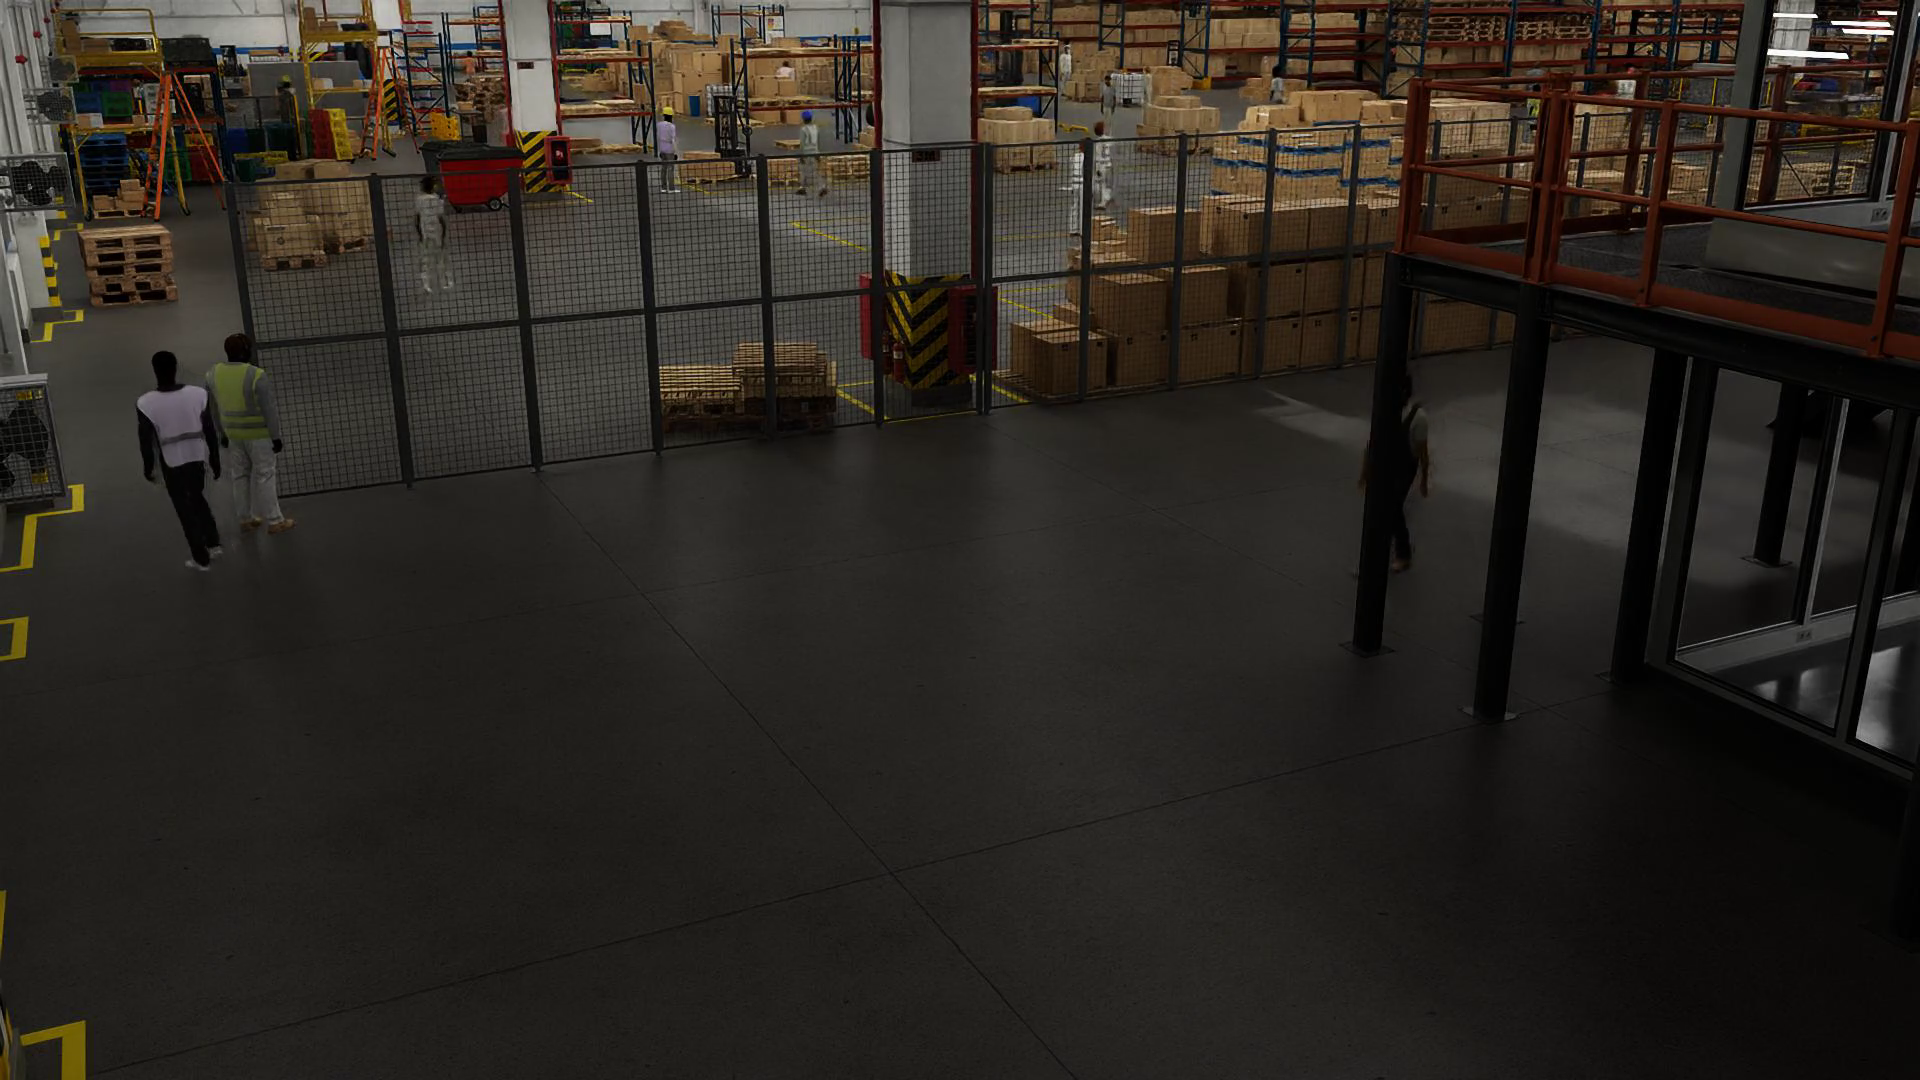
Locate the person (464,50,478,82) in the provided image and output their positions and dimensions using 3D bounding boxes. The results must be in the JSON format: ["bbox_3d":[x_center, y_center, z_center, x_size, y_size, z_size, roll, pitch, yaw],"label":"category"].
[{"bbox_3d":[-19.962,-19.116,67.888,0.542,1.678,0.477,0,19,-1],"label":"person"}]

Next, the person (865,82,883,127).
[{"bbox_3d":[-2.237,-11.101,44.118,0.536,2.000,0.688,-1,19,-4],"label":"person"}]

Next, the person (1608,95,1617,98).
[{"bbox_3d":[16.221,-10.301,42.058,0.366,1.883,0.658,-8,21,-23],"label":"person"}]

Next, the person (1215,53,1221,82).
[{"bbox_3d":[11.469,-21.540,74.535,0.548,1.937,0.379,16,25,39],"label":"person"}]

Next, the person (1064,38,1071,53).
[{"bbox_3d":[5.098,-22.963,79.023,0.316,1.695,0.540,6,20,17],"label":"person"}]

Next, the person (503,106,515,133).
[{"bbox_3d":[-11.146,-10.171,41.672,0.631,1.882,1.003,-11,22,-29],"label":"person"}]

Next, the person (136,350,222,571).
[{"bbox_3d":[-6.597,-0.658,14.071,0.501,1.896,0.587,15,24,37],"label":"person"}]

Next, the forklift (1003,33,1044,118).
[{"bbox_3d":[1.778,-15.484,55.556,1.873,2.768,1.129,-9,21,-25],"label":"forklift"}]

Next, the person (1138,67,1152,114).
[{"bbox_3d":[6.454,-15.640,57.901,0.485,1.624,0.533,14,24,36],"label":"person"}]

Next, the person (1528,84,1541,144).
[{"bbox_3d":[16.631,-12.318,48.165,0.540,1.695,0.317,-15,24,-37],"label":"person"}]

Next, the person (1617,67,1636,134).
[{"bbox_3d":[20.471,-13.484,51.041,0.636,2.031,0.576,4,20,13],"label":"person"}]

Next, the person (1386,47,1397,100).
[{"bbox_3d":[16.649,-17.941,64.017,0.402,1.990,0.622,4,19,10],"label":"person"}]

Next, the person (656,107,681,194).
[{"bbox_3d":[-6.619,-8.851,37.782,0.587,1.921,0.396,14,24,35],"label":"person"}]

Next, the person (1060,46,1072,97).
[{"bbox_3d":[4.214,-18.588,65.976,0.372,1.940,0.630,15,24,36],"label":"person"}]

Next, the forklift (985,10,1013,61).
[{"bbox_3d":[2.291,-25.321,84.071,1.873,2.768,1.129,-9,21,-25],"label":"forklift"}]

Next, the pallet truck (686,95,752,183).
[{"bbox_3d":[-5.836,-9.608,39.856,0.823,1.965,1.885,10,22,27],"label":"pallet truck"}]

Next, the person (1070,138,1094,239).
[{"bbox_3d":[2.302,-6.637,31.434,0.354,1.876,0.574,-16,24,-38],"label":"person"}]

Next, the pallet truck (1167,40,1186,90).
[{"bbox_3d":[9.045,-19.971,69.895,0.823,1.965,1.885,-3,19,-8],"label":"pallet truck"}]

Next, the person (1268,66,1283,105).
[{"bbox_3d":[9.984,-13.982,52.602,0.456,1.951,0.624,14,23,35],"label":"person"}]

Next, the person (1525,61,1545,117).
[{"bbox_3d":[19.242,-15.057,55.739,0.629,1.940,0.378,6,20,18],"label":"person"}]

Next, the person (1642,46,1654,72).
[{"bbox_3d":[28.657,-19.658,69.339,0.315,1.769,0.525,-11,22,-28],"label":"person"}]

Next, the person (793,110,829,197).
[{"bbox_3d":[-3.340,-8.648,37.210,0.956,1.910,0.615,9,21,25],"label":"person"}]

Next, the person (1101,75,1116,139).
[{"bbox_3d":[4.429,-12.943,49.737,0.535,1.860,0.331,15,24,37],"label":"person"}]

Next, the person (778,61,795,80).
[{"bbox_3d":[-6.116,-15.959,58.611,0.637,1.779,1.038,1,19,3],"label":"person"}]

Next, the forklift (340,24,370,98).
[{"bbox_3d":[-23.493,-18.591,64.562,1.129,2.768,1.873,13,23,34],"label":"forklift"}]

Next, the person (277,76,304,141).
[{"bbox_3d":[-19.758,-12.723,49.071,0.982,1.873,0.609,13,23,32],"label":"person"}]

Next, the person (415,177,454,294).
[{"bbox_3d":[-8.346,-4.819,26.234,0.533,1.834,0.938,1,19,2],"label":"person"}]

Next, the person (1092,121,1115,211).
[{"bbox_3d":[3.013,-7.814,34.852,0.492,1.868,0.604,12,22,30],"label":"person"}]

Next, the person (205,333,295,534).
[{"bbox_3d":[-6.399,-0.956,15.010,0.633,1.843,0.429,4,19,12],"label":"person"}]

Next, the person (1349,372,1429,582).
[{"bbox_3d":[3.556,-0.519,13.804,0.979,1.793,0.537,-16,24,-38],"label":"person"}]

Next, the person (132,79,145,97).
[{"bbox_3d":[-25.368,-13.405,51.419,0.522,1.631,0.324,6,20,18],"label":"person"}]

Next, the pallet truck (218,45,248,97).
[{"bbox_3d":[-28.879,-18.665,66.111,0.823,1.965,1.885,-3,19,-9],"label":"pallet truck"}]

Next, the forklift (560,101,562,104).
[{"bbox_3d":[-15.939,-17.585,61.645,1.873,2.768,1.129,-9,21,-25],"label":"forklift"}]
